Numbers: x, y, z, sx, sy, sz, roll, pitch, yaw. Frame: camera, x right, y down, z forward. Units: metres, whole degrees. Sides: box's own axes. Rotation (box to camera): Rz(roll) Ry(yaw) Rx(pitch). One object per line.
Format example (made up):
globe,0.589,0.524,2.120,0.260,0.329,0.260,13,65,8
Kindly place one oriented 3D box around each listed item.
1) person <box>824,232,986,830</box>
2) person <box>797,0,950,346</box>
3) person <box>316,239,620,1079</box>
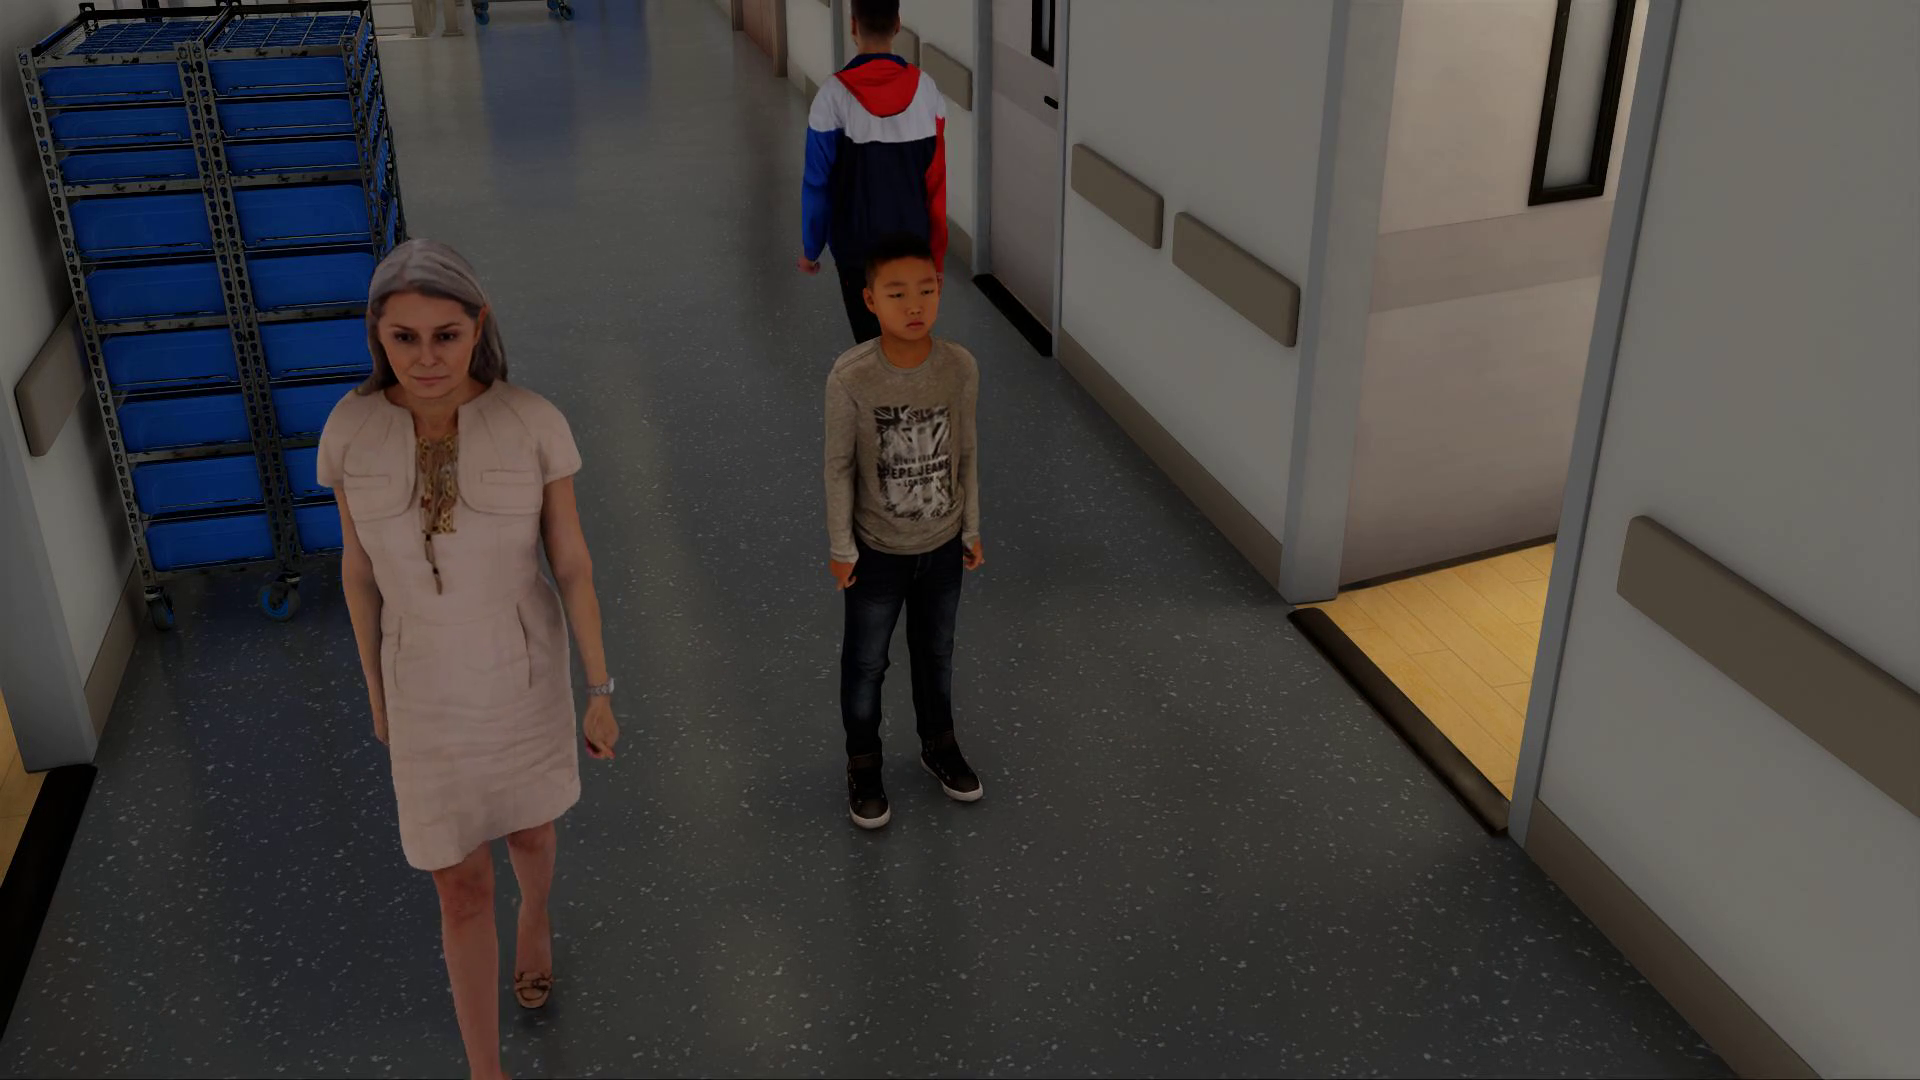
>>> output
person,-0.136,-0.021,4.028,0.575,1.465,0.554,-11,28,-22
person,-0.235,-0.967,5.682,0.802,1.731,1.006,-15,30,-28
person,-0.887,0.275,3.137,0.657,1.706,0.978,-5,26,-9
